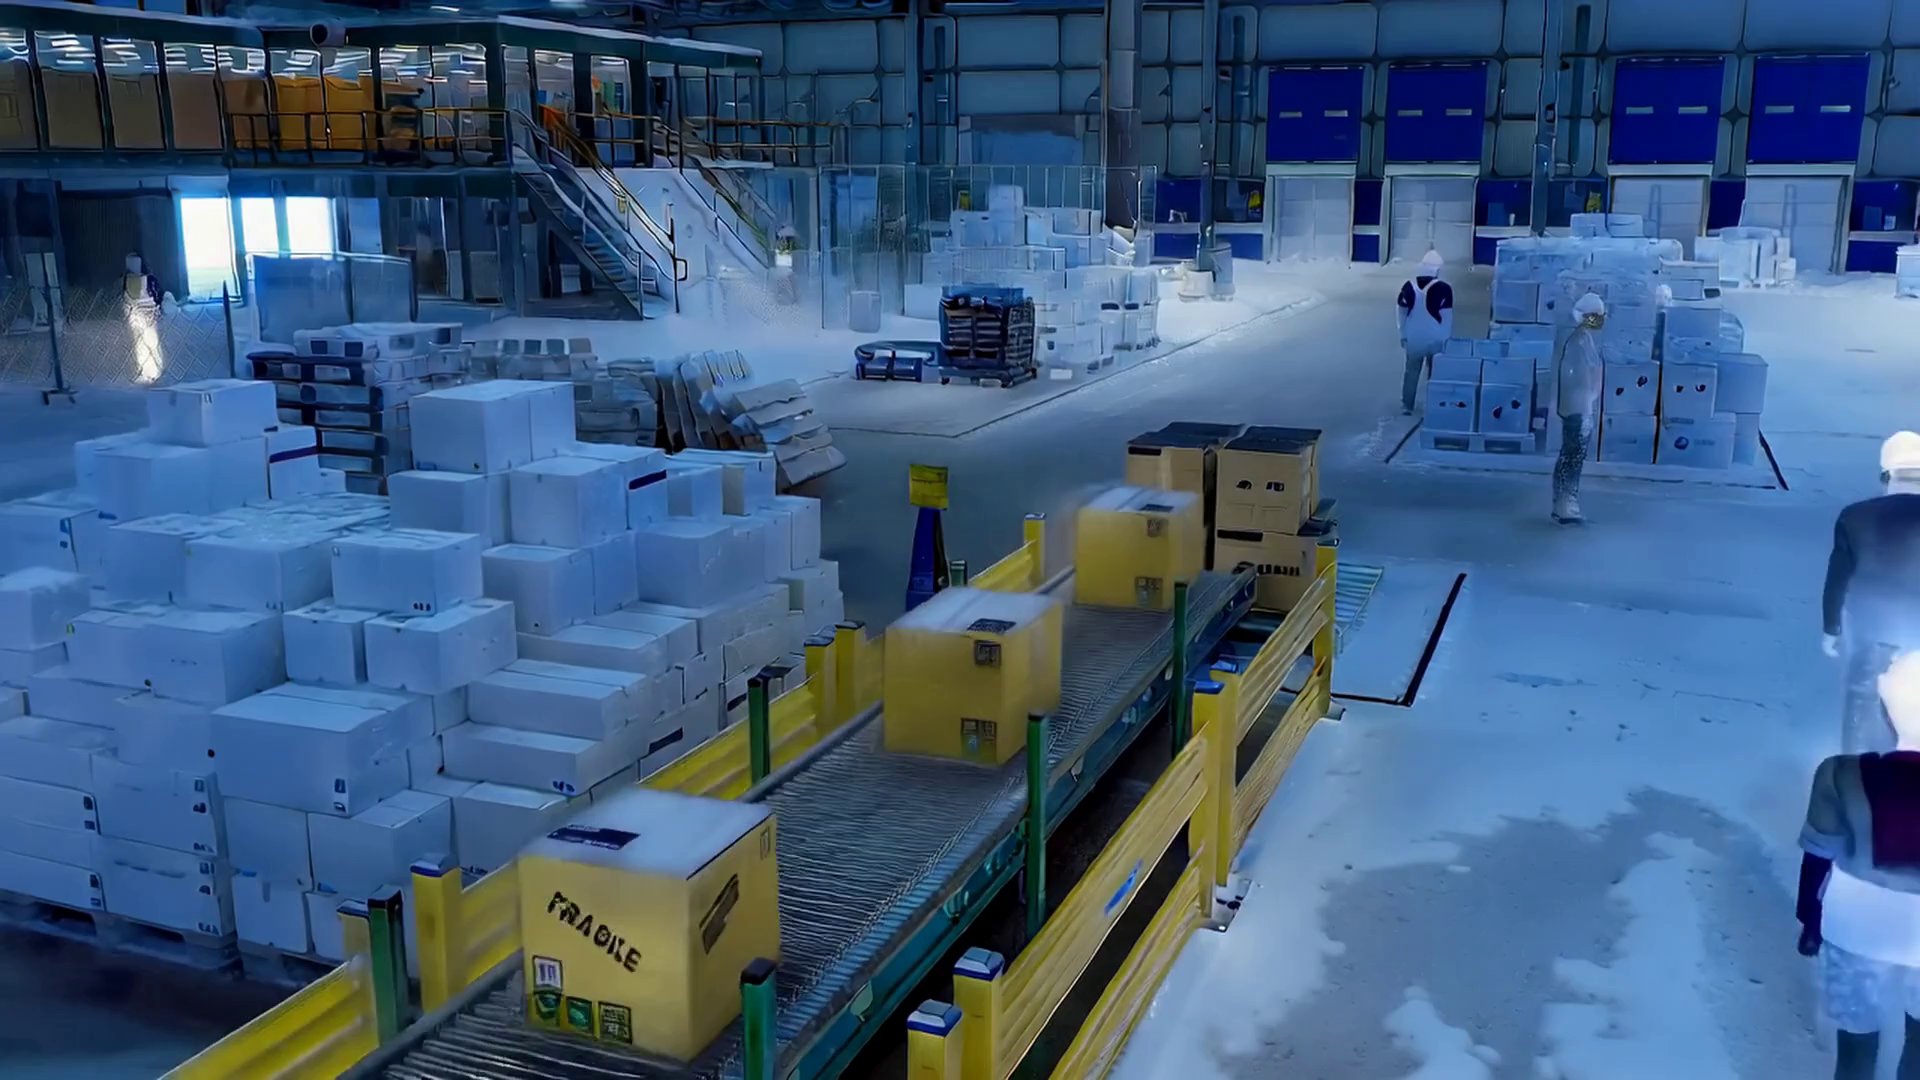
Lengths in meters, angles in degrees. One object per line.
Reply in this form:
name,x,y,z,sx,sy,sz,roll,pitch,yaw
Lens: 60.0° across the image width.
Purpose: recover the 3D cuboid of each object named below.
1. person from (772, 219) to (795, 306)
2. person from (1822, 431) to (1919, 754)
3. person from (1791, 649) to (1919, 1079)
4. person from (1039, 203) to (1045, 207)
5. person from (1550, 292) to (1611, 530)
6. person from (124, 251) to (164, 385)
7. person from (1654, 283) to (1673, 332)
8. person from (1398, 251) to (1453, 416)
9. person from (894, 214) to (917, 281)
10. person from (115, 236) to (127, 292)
person,-3.911,-6.174,37.050,0.566,1.924,0.651,4,13,17
person,4.363,0.399,7.786,0.612,1.816,0.565,5,14,23
person,2.683,1.135,4.779,0.548,1.681,0.439,6,14,24
person,2.659,-9.917,53.804,0.616,1.934,0.414,0,13,1
person,5.244,-1.091,14.081,0.376,1.995,0.612,1,13,7
person,-11.516,-3.122,23.448,0.576,1.883,0.362,5,13,20
person,8.027,-2.113,19.290,0.944,1.704,0.532,7,14,29
person,5.749,-2.524,20.407,0.688,2.000,0.539,11,17,41
person,-1.495,-8.016,45.508,0.657,1.829,0.439,-4,13,-19
person,-20.089,-6.804,39.918,0.658,1.889,0.581,0,13,1
